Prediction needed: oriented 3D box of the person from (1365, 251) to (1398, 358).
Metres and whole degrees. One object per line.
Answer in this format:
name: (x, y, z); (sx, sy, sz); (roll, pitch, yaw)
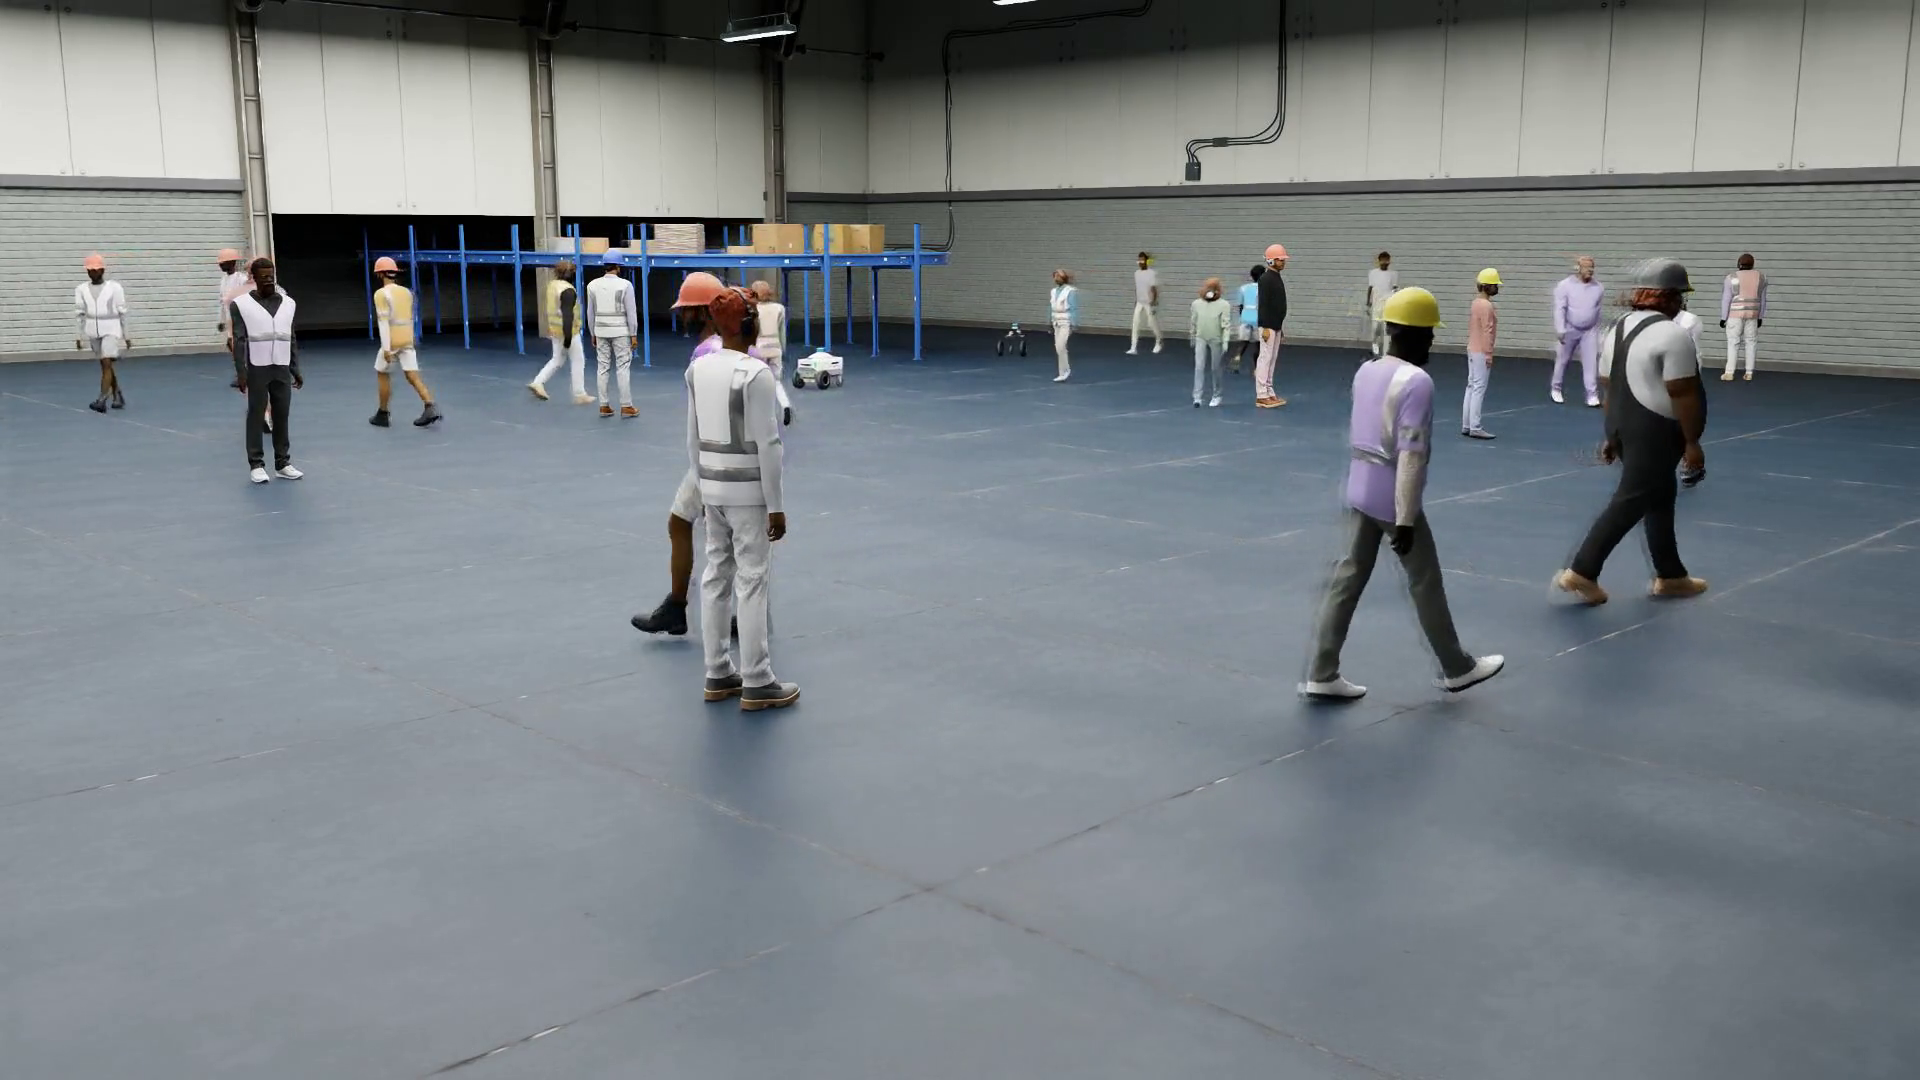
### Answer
person: (7.276, -4.058, 28.697); (0.558, 1.842, 0.563); (2, 11, 11)

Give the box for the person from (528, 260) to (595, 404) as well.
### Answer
person: (-5.051, -2.610, 20.902); (0.785, 1.811, 0.635); (-7, 13, -35)

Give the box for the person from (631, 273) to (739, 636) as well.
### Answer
person: (-1.404, -0.435, 8.743); (0.831, 1.908, 0.580); (2, 11, 10)

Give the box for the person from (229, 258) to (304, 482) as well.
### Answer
person: (-6.004, -1.476, 14.414); (0.370, 1.916, 0.597); (8, 13, 36)

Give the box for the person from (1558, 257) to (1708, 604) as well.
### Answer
person: (3.937, -0.634, 9.600); (0.989, 2.000, 0.692); (-1, 10, -5)

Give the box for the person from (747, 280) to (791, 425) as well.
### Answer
person: (-2.103, -2.021, 18.166); (0.517, 1.621, 0.546); (-6, 12, -30)

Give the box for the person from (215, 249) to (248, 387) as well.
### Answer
person: (-10.142, -3.074, 23.115); (0.587, 1.920, 0.544); (8, 13, 38)

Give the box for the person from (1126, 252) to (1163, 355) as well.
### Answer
person: (3.358, -4.259, 29.876); (0.534, 1.826, 0.937); (9, 14, 41)

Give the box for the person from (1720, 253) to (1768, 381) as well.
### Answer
person: (11.453, -3.263, 24.363); (0.620, 1.845, 0.429); (1, 10, 4)

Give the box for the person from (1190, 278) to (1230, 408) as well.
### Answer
person: (3.041, -2.402, 20.346); (0.529, 1.587, 0.872); (4, 11, 21)

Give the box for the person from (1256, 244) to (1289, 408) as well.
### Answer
person: (3.874, -2.655, 20.631); (0.379, 1.996, 0.609); (5, 12, 27)

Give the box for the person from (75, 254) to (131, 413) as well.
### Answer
person: (-10.365, -2.497, 20.072); (0.564, 1.884, 1.019); (-1, 10, -4)

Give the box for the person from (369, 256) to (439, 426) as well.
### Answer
person: (-6.191, -2.198, 18.466); (0.939, 1.888, 0.558); (5, 12, 27)

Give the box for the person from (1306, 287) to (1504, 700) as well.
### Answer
person: (2.017, -0.200, 7.556); (0.976, 1.871, 0.613); (-3, 11, -17)

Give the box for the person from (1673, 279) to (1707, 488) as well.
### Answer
person: (5.868, -1.285, 13.707); (0.902, 1.785, 0.625); (-9, 13, -39)

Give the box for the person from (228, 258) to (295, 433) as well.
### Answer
person: (-7.458, -2.047, 17.683); (0.662, 1.877, 0.751); (1, 10, 3)

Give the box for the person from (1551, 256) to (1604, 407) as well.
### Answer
person: (7.721, -2.610, 20.789); (0.643, 1.859, 1.009); (0, 10, -1)

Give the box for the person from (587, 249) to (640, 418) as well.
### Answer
person: (-4.041, -2.412, 19.438); (0.614, 1.943, 0.405); (3, 11, 17)

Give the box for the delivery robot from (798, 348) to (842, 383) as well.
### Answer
delivery robot: (-1.954, -2.446, 23.279); (0.477, 0.478, 0.707); (6, 12, 30)

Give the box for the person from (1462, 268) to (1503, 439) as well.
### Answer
person: (5.490, -1.955, 17.439); (0.316, 1.767, 0.535); (0, 10, 1)

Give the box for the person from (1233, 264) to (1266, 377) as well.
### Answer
person: (4.357, -3.261, 24.783); (0.549, 1.679, 0.597); (8, 13, 36)

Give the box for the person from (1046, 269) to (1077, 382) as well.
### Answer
person: (1.449, -3.090, 23.989); (0.395, 1.622, 0.544); (-7, 12, -33)

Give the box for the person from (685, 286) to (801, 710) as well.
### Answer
person: (-0.989, -0.190, 7.491); (0.576, 1.884, 0.354); (10, 14, 42)

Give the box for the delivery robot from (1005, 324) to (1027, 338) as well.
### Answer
delivery robot: (0.975, -3.728, 29.562); (0.335, 0.223, 0.698); (3, 11, 16)
